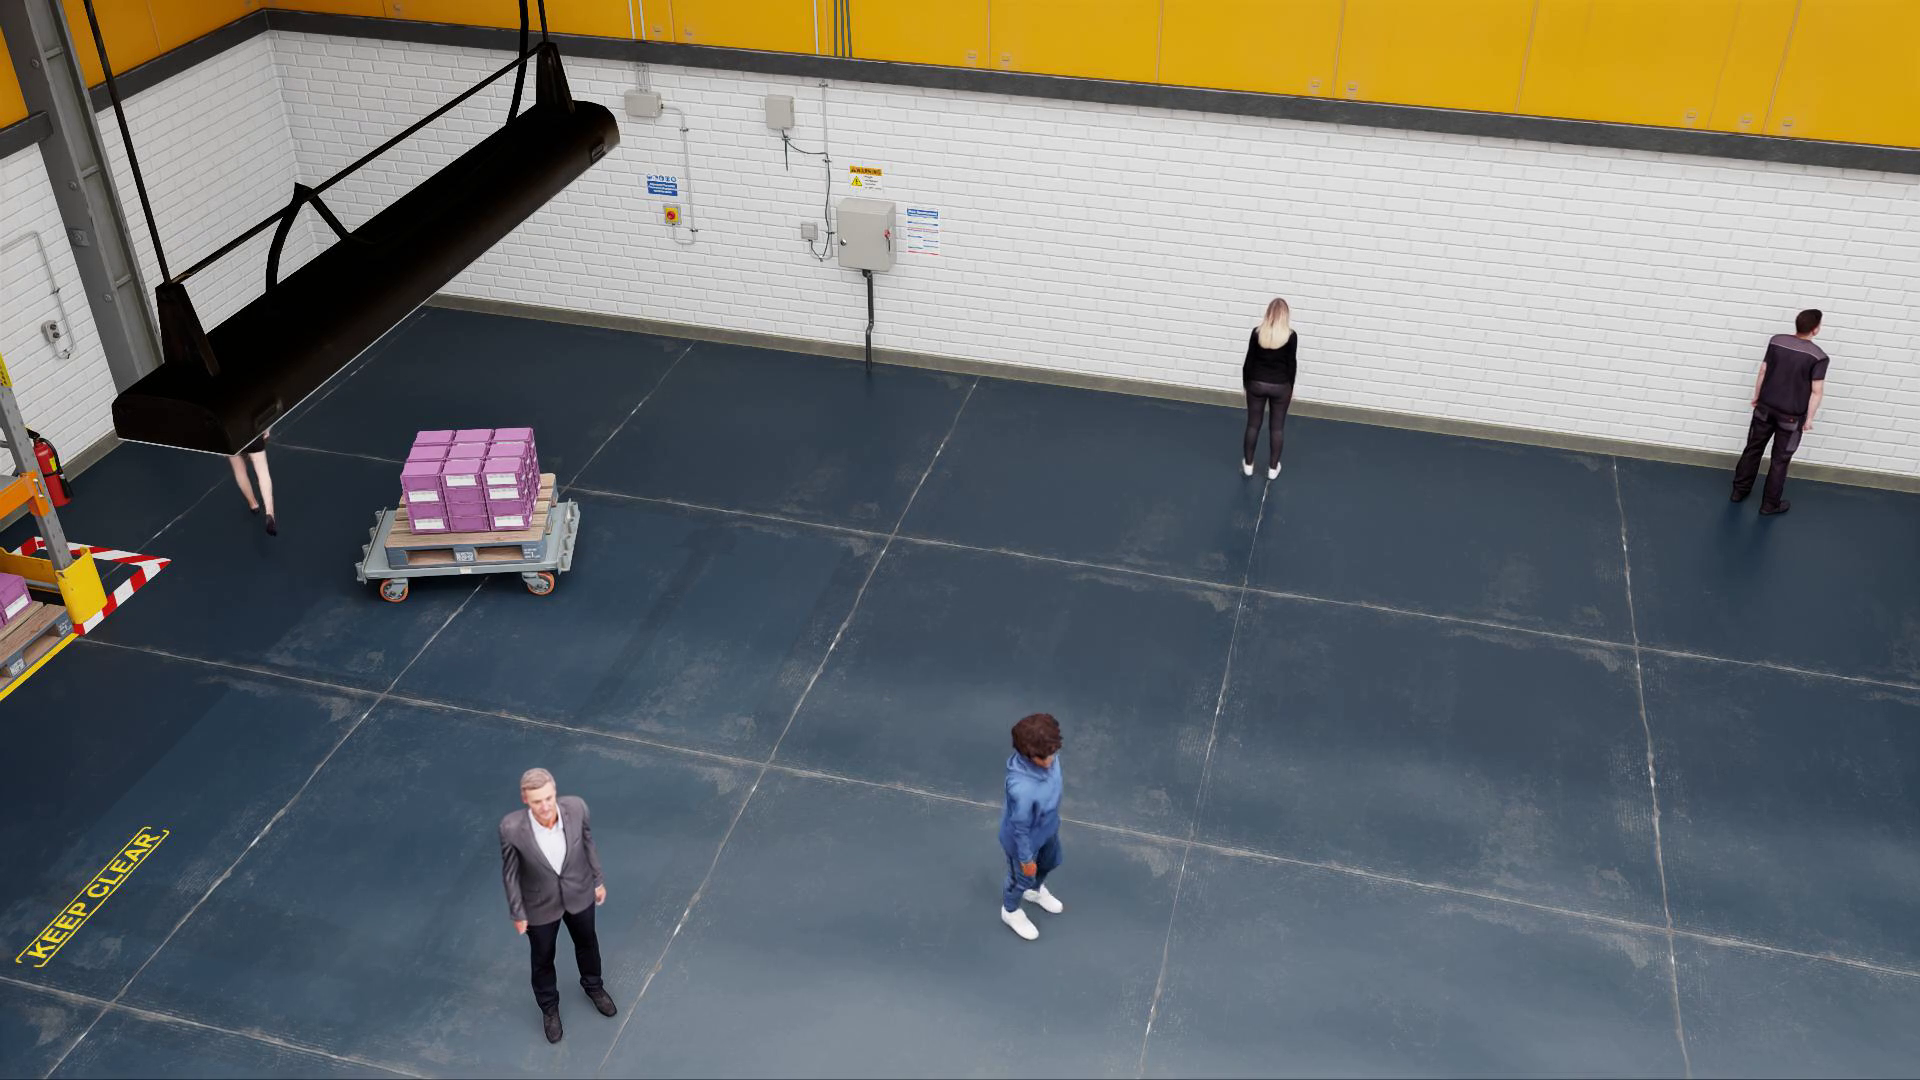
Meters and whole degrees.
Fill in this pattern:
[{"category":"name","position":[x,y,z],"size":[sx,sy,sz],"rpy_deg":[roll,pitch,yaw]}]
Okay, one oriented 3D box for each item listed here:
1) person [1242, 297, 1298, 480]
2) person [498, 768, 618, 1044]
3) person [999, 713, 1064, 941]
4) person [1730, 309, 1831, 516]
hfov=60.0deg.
[{"category":"person","position":[2.672,-1.310,14.403],"size":[0.601,1.685,0.516],"rpy_deg":[9,35,13]},{"category":"person","position":[-2.252,1.990,9.297],"size":[0.791,1.842,0.863],"rpy_deg":[-19,38,-26]},{"category":"person","position":[0.389,1.664,9.843],"size":[0.875,1.781,0.697],"rpy_deg":[10,35,15]},{"category":"person","position":[6.884,-1.091,13.929],"size":[0.830,1.845,0.791],"rpy_deg":[-21,39,-28]}]
